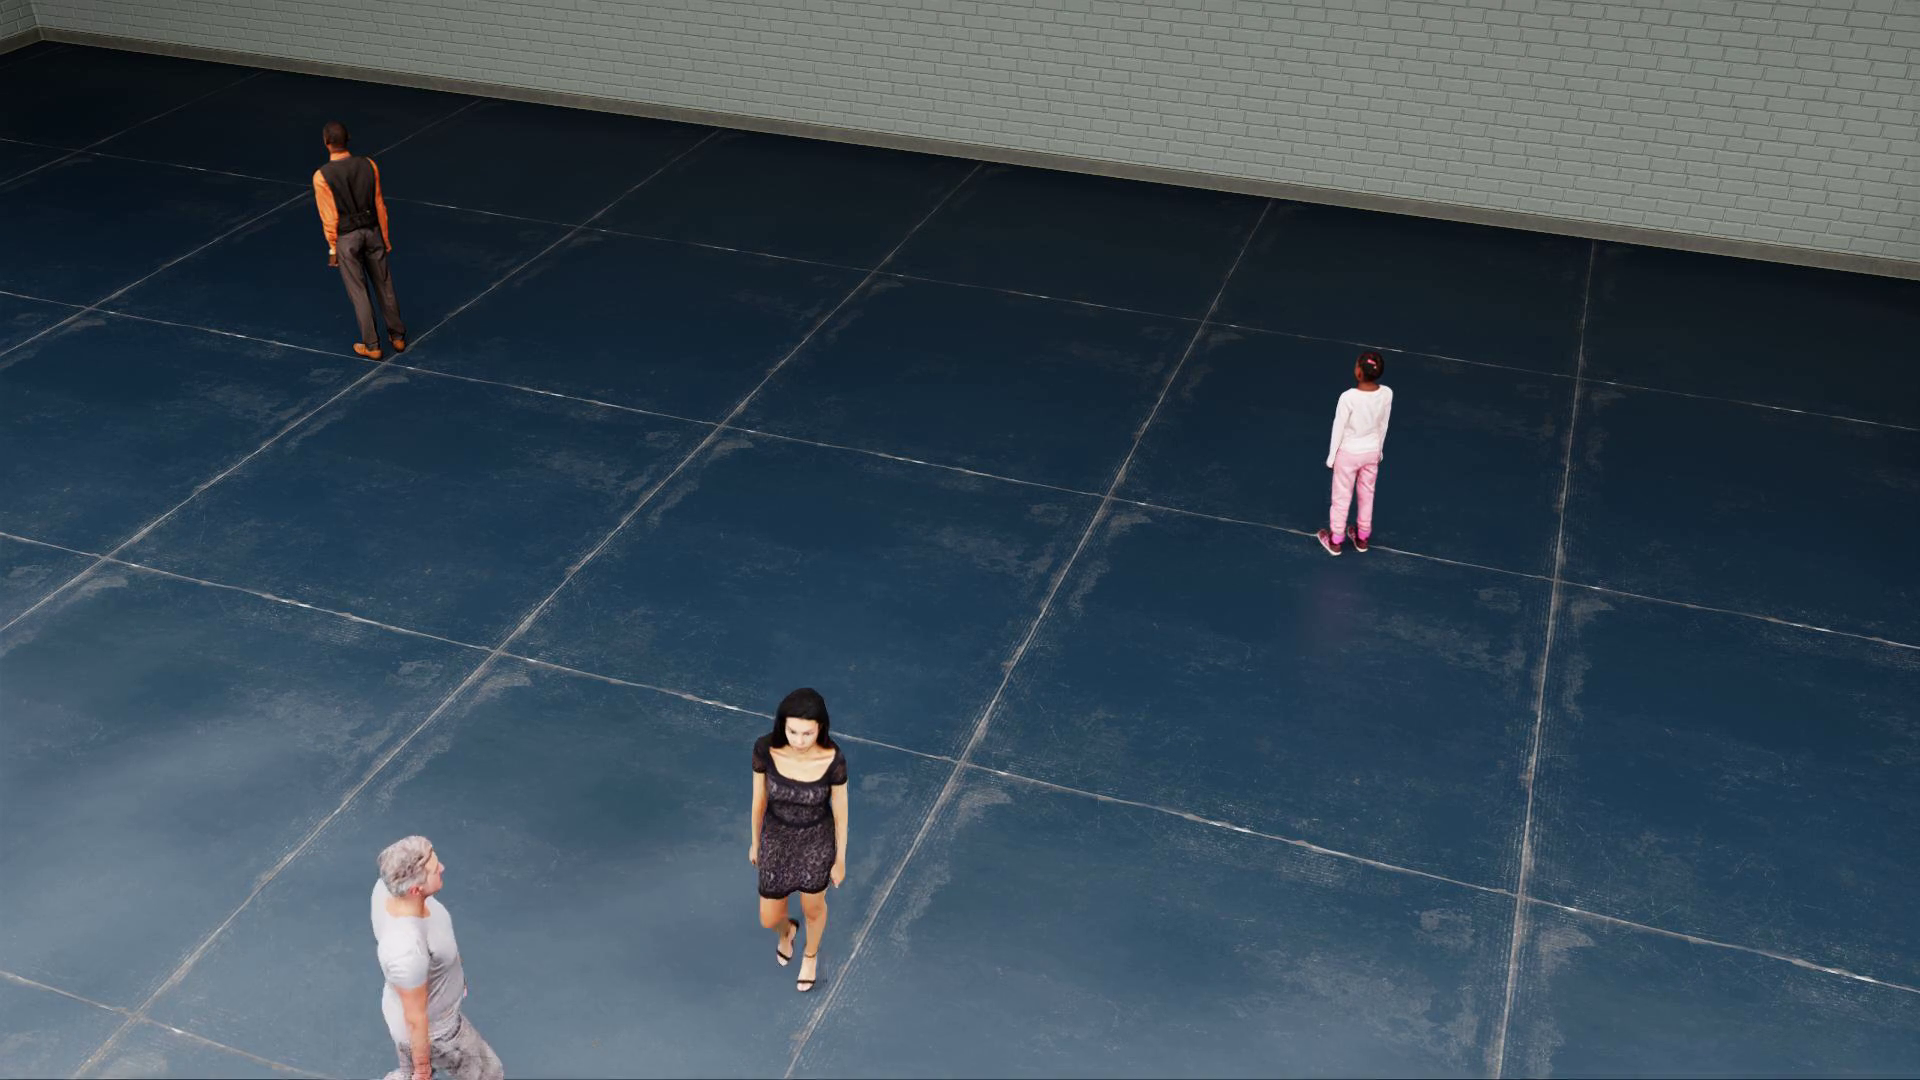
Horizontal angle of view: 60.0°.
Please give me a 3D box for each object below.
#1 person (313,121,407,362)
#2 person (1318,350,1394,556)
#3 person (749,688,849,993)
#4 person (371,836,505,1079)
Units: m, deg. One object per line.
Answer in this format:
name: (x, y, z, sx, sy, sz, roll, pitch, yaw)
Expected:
person: (-4.681, -2.332, 12.969, 0.714, 1.908, 0.843, -27, 42, -35)
person: (2.565, -0.571, 10.684, 0.608, 1.447, 0.647, -10, 34, -14)
person: (-0.683, 1.326, 7.472, 0.697, 1.768, 0.703, 6, 33, 8)
person: (-2.201, 1.913, 6.552, 1.249, 1.788, 1.158, -15, 36, -22)
